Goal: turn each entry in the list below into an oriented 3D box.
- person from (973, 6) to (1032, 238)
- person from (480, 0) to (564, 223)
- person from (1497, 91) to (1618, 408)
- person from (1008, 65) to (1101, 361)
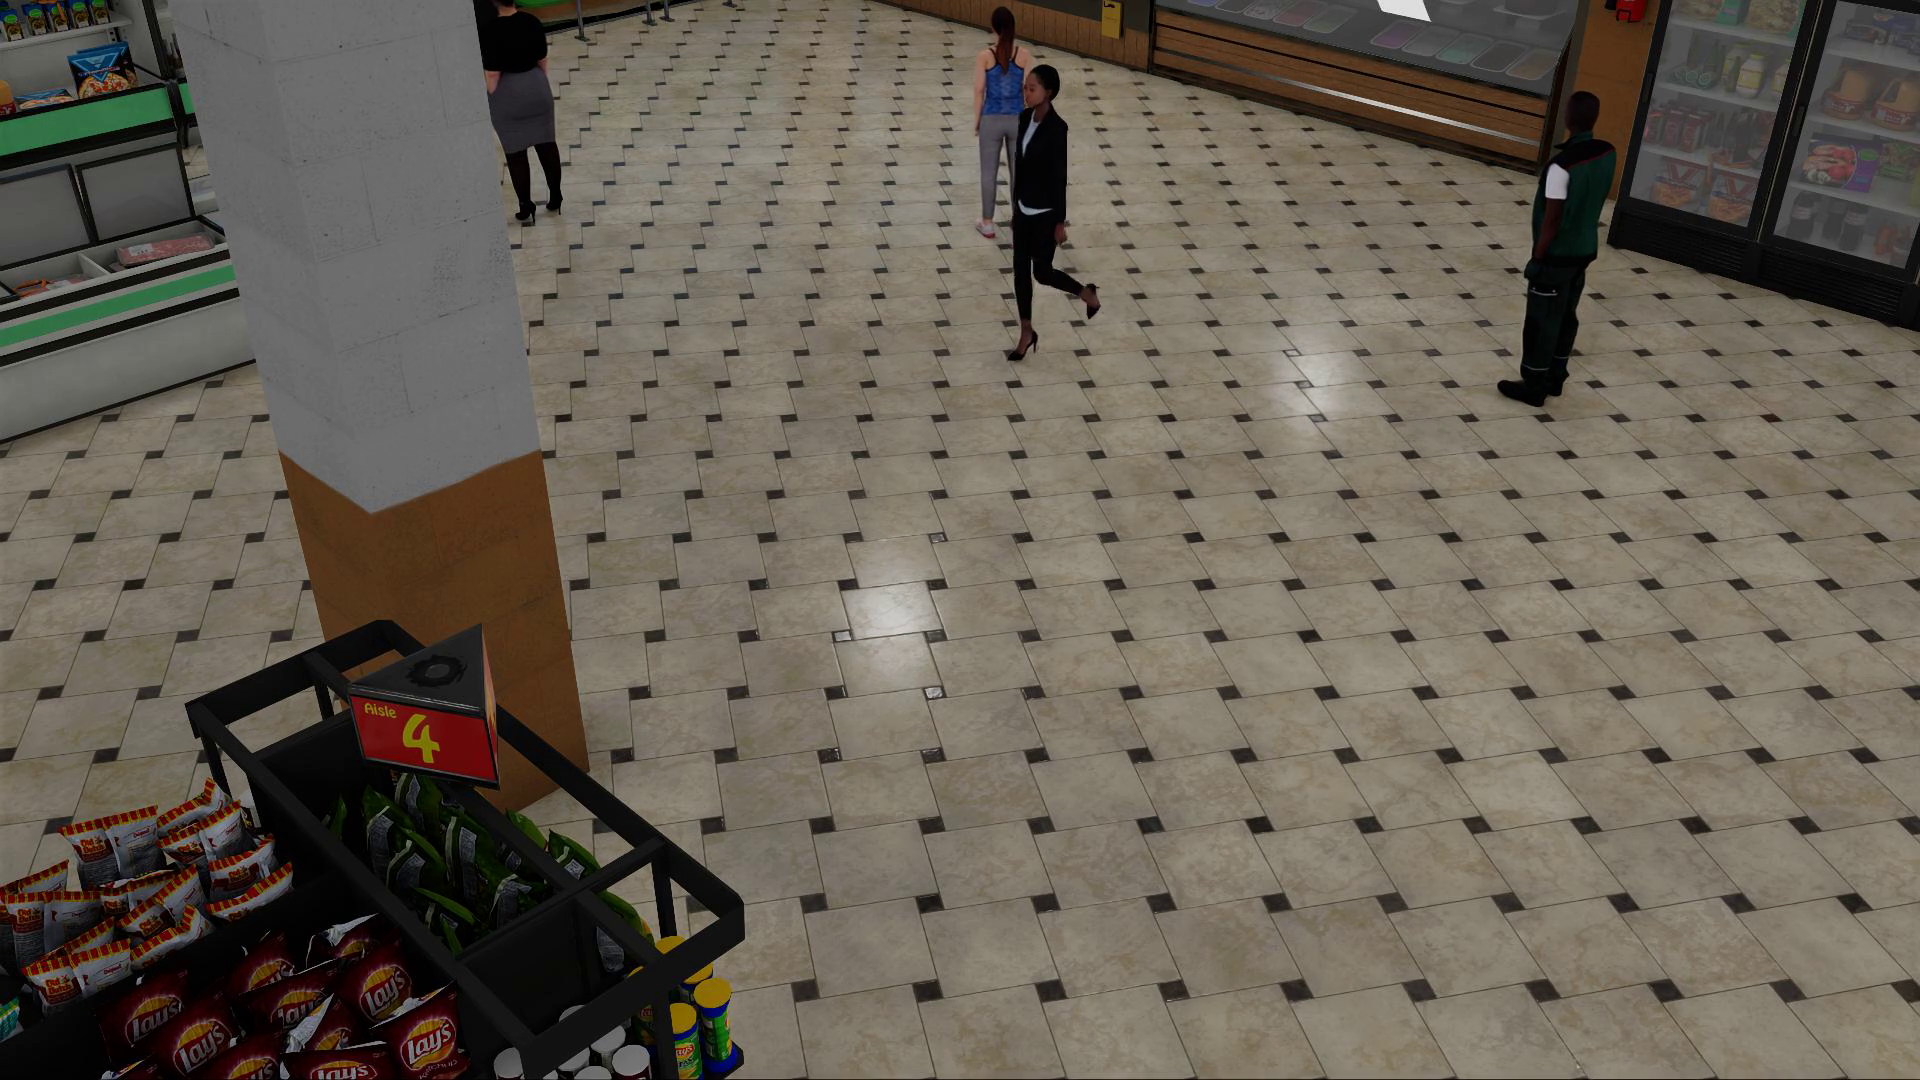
[{"bbox_3d":[0.311,-2.959,11.826,0.640,1.604,0.715,-3,32,-5],"label":"person"},{"bbox_3d":[-3.171,-3.185,12.045,0.561,1.756,0.727,-25,40,-34],"label":"person"},{"bbox_3d":[3.441,-1.646,9.495,0.579,1.838,0.764,-22,38,-31],"label":"person"},{"bbox_3d":[0.545,-1.946,9.994,0.939,1.820,0.712,-19,37,-28],"label":"person"}]
